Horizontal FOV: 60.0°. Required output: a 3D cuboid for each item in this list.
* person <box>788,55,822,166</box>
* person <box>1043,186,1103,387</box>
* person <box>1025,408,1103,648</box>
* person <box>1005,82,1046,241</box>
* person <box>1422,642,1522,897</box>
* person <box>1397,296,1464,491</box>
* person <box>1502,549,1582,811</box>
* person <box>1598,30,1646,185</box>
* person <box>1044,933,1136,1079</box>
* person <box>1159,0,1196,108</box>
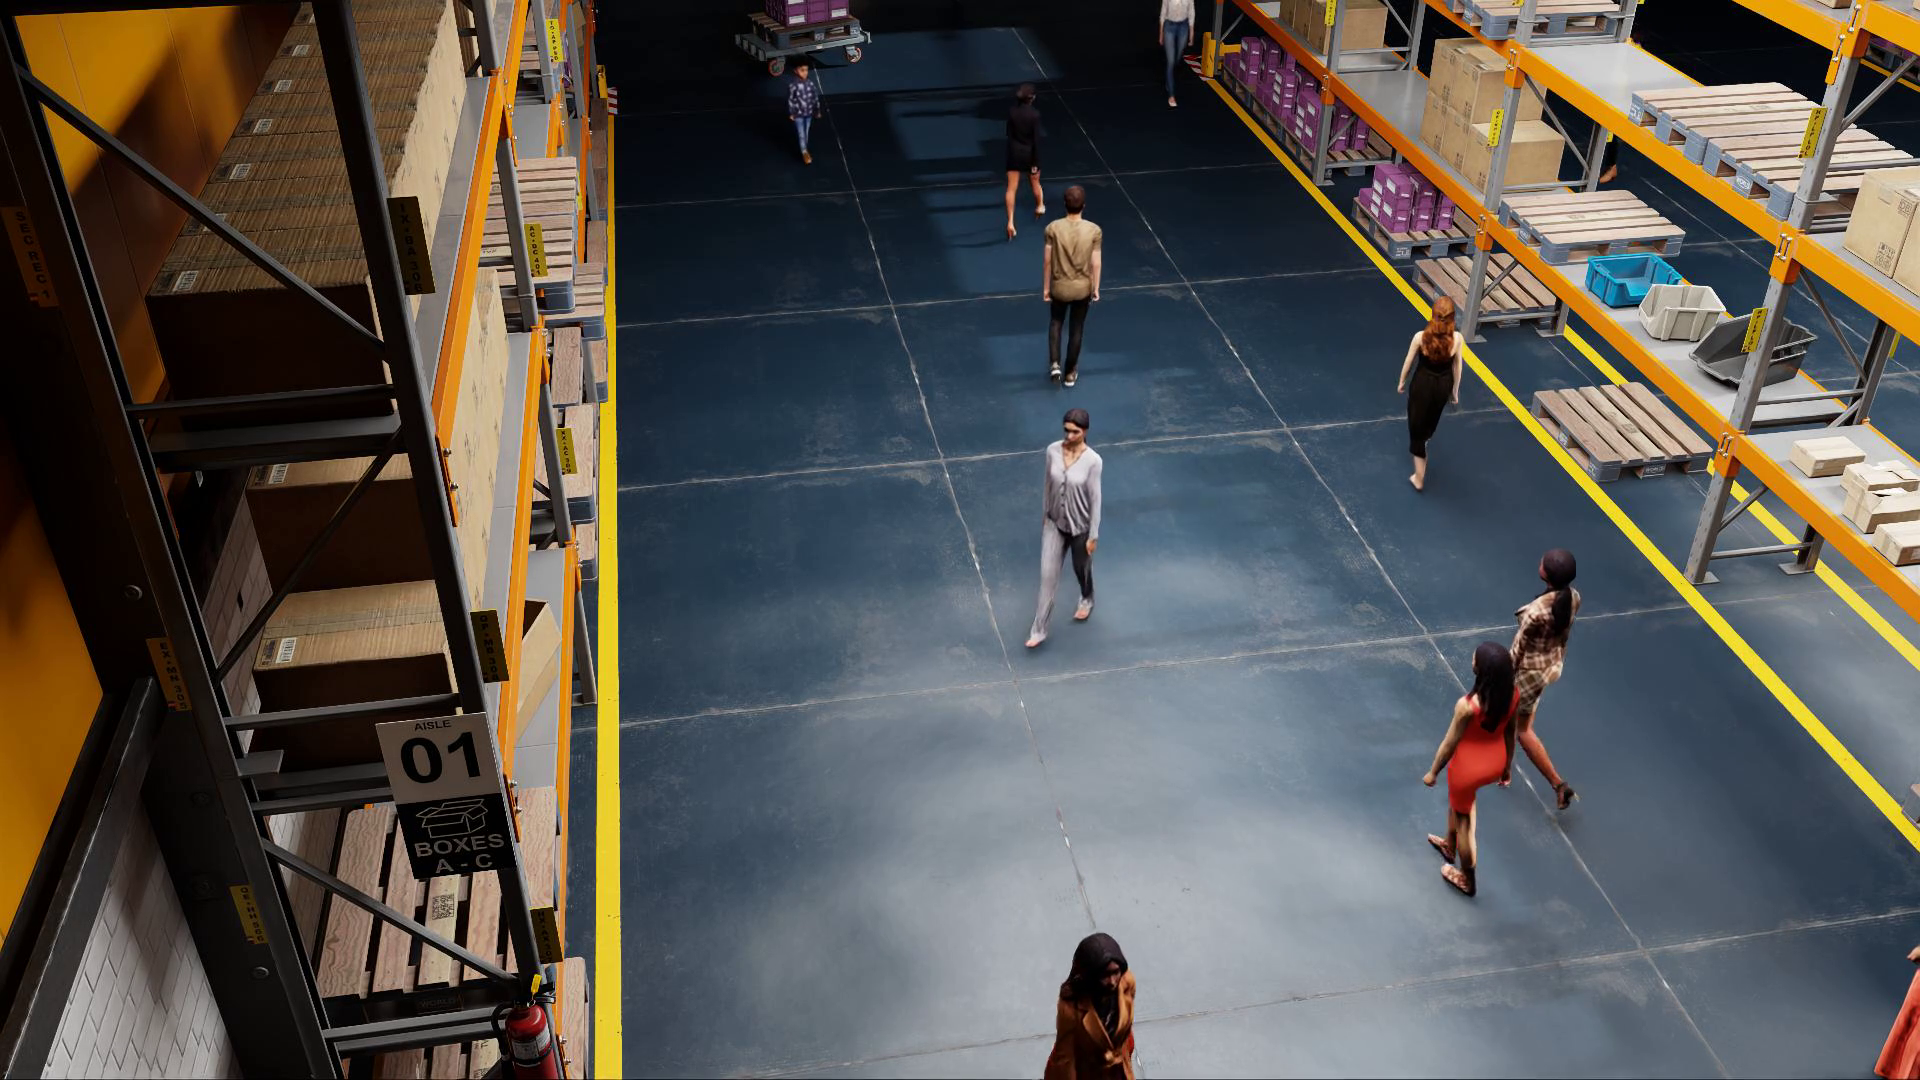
[{"bbox_3d":[-1.837,-4.994,19.244,0.641,1.238,0.779,-17,37,-23],"label":"person"},{"bbox_3d":[0.957,-2.138,14.407,0.801,1.838,0.899,6,34,8],"label":"person"},{"bbox_3d":[0.813,-0.138,11.493,0.991,1.731,1.107,16,37,23],"label":"person"},{"bbox_3d":[0.621,-3.895,17.263,0.878,1.601,1.085,10,35,15],"label":"person"},{"bbox_3d":[2.932,1.338,9.299,0.724,1.701,0.801,-17,37,-24],"label":"person"},{"bbox_3d":[3.710,-1.116,13.083,0.703,1.600,0.974,0,34,0],"label":"person"},{"bbox_3d":[3.490,0.868,9.950,0.878,1.764,1.136,-21,39,-29],"label":"person"},{"bbox_3d":[7.459,-4.846,18.596,0.748,1.710,0.634,-14,36,-20],"label":"person"},{"bbox_3d":[0.548,2.421,7.697,0.838,1.672,1.233,-13,36,-19],"label":"person"},{"bbox_3d":[2.707,-6.408,20.959,0.648,1.695,1.116,-3,34,-4],"label":"person"}]
